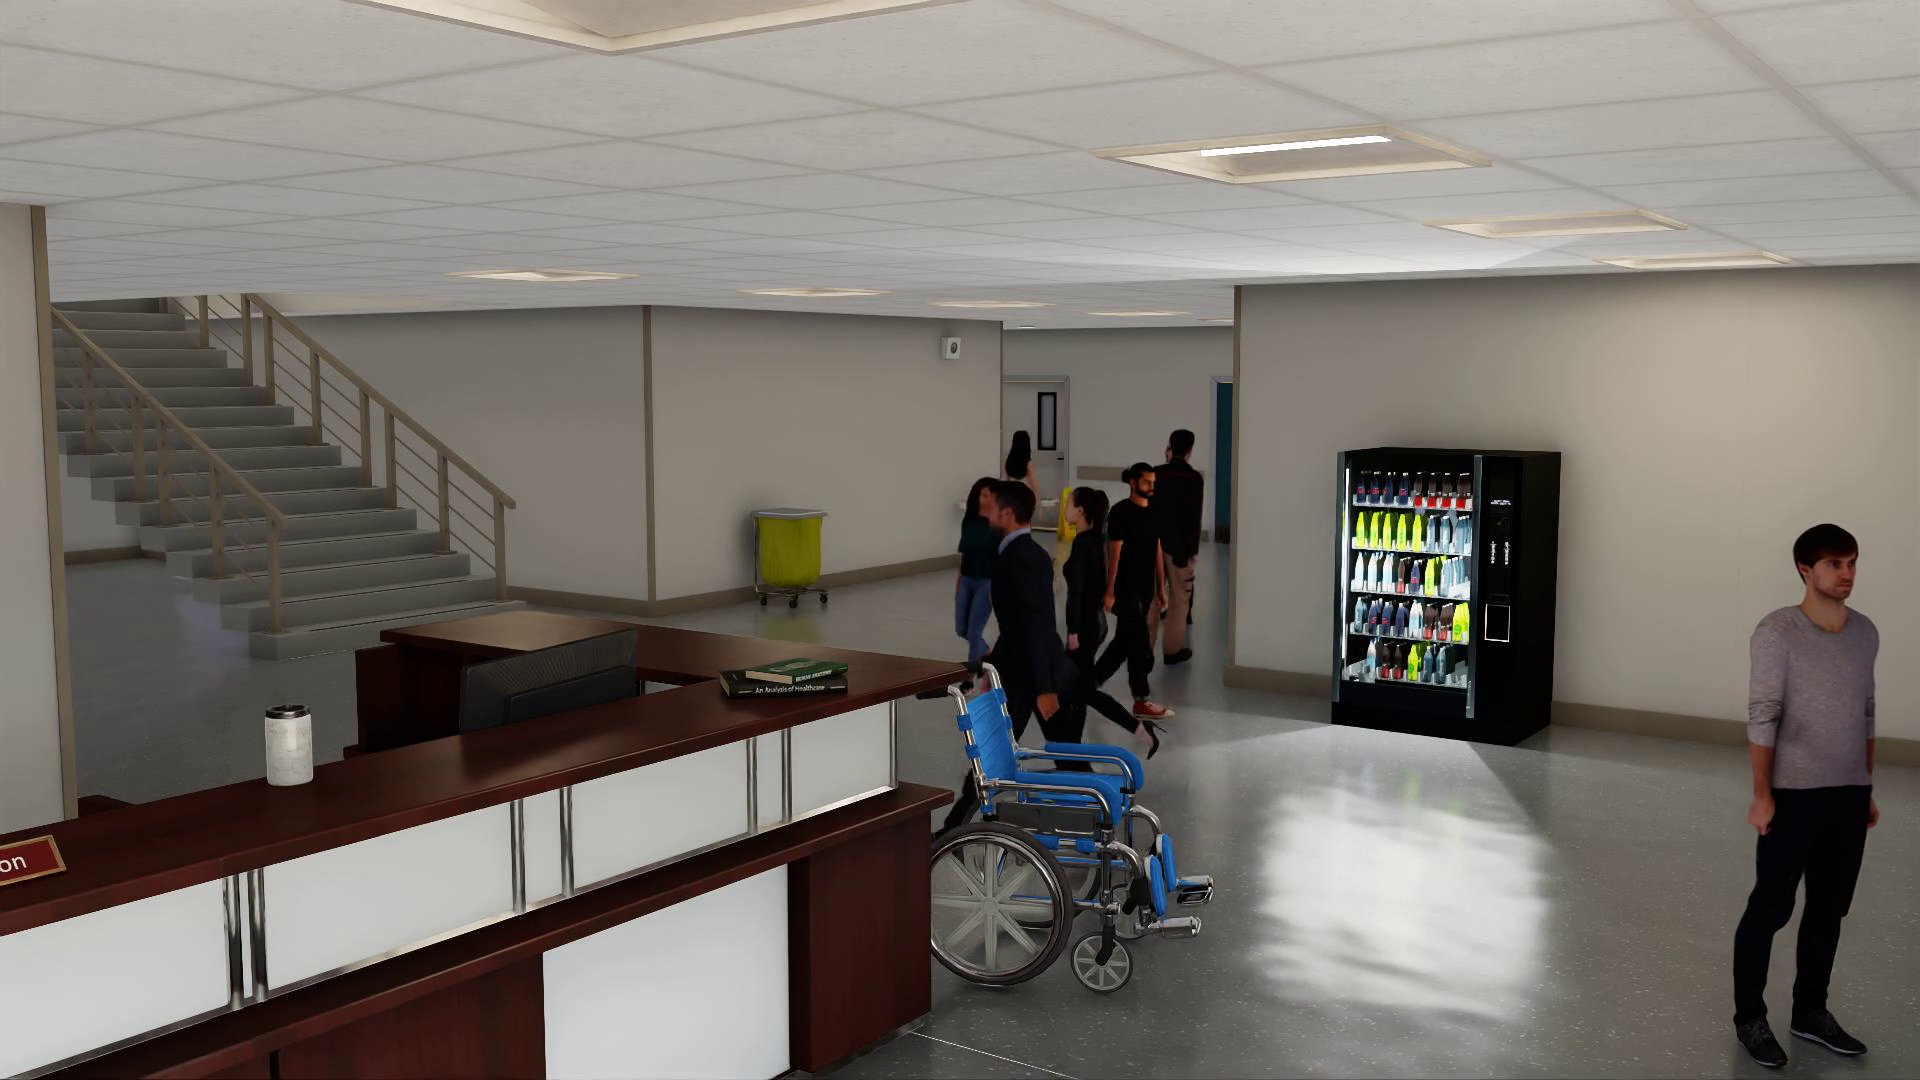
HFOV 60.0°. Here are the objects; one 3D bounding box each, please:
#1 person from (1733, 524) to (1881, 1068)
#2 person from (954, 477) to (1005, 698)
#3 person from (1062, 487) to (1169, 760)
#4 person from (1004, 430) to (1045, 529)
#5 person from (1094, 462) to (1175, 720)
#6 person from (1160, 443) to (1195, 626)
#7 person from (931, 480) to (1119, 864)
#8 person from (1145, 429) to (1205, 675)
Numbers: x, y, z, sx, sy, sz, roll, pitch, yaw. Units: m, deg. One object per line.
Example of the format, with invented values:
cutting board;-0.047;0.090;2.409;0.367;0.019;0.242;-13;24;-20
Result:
person;2.928;0.857;5.730;0.723;1.842;0.761;-2;6;-15
person;0.200;0.343;12.076;0.718;1.594;0.688;5;8;41
person;0.793;0.553;9.484;0.993;1.695;0.722;2;6;23
person;0.579;-0.305;17.904;0.697;1.717;0.621;-5;8;-44
person;1.109;0.346;11.379;1.004;1.729;0.659;5;8;40
person;2.044;-0.095;15.632;0.763;1.754;0.692;-1;6;-13
person;0.414;0.677;7.698;1.333;1.807;1.022;1;6;12
person;1.585;0.120;12.868;1.211;1.880;0.924;3;6;24
